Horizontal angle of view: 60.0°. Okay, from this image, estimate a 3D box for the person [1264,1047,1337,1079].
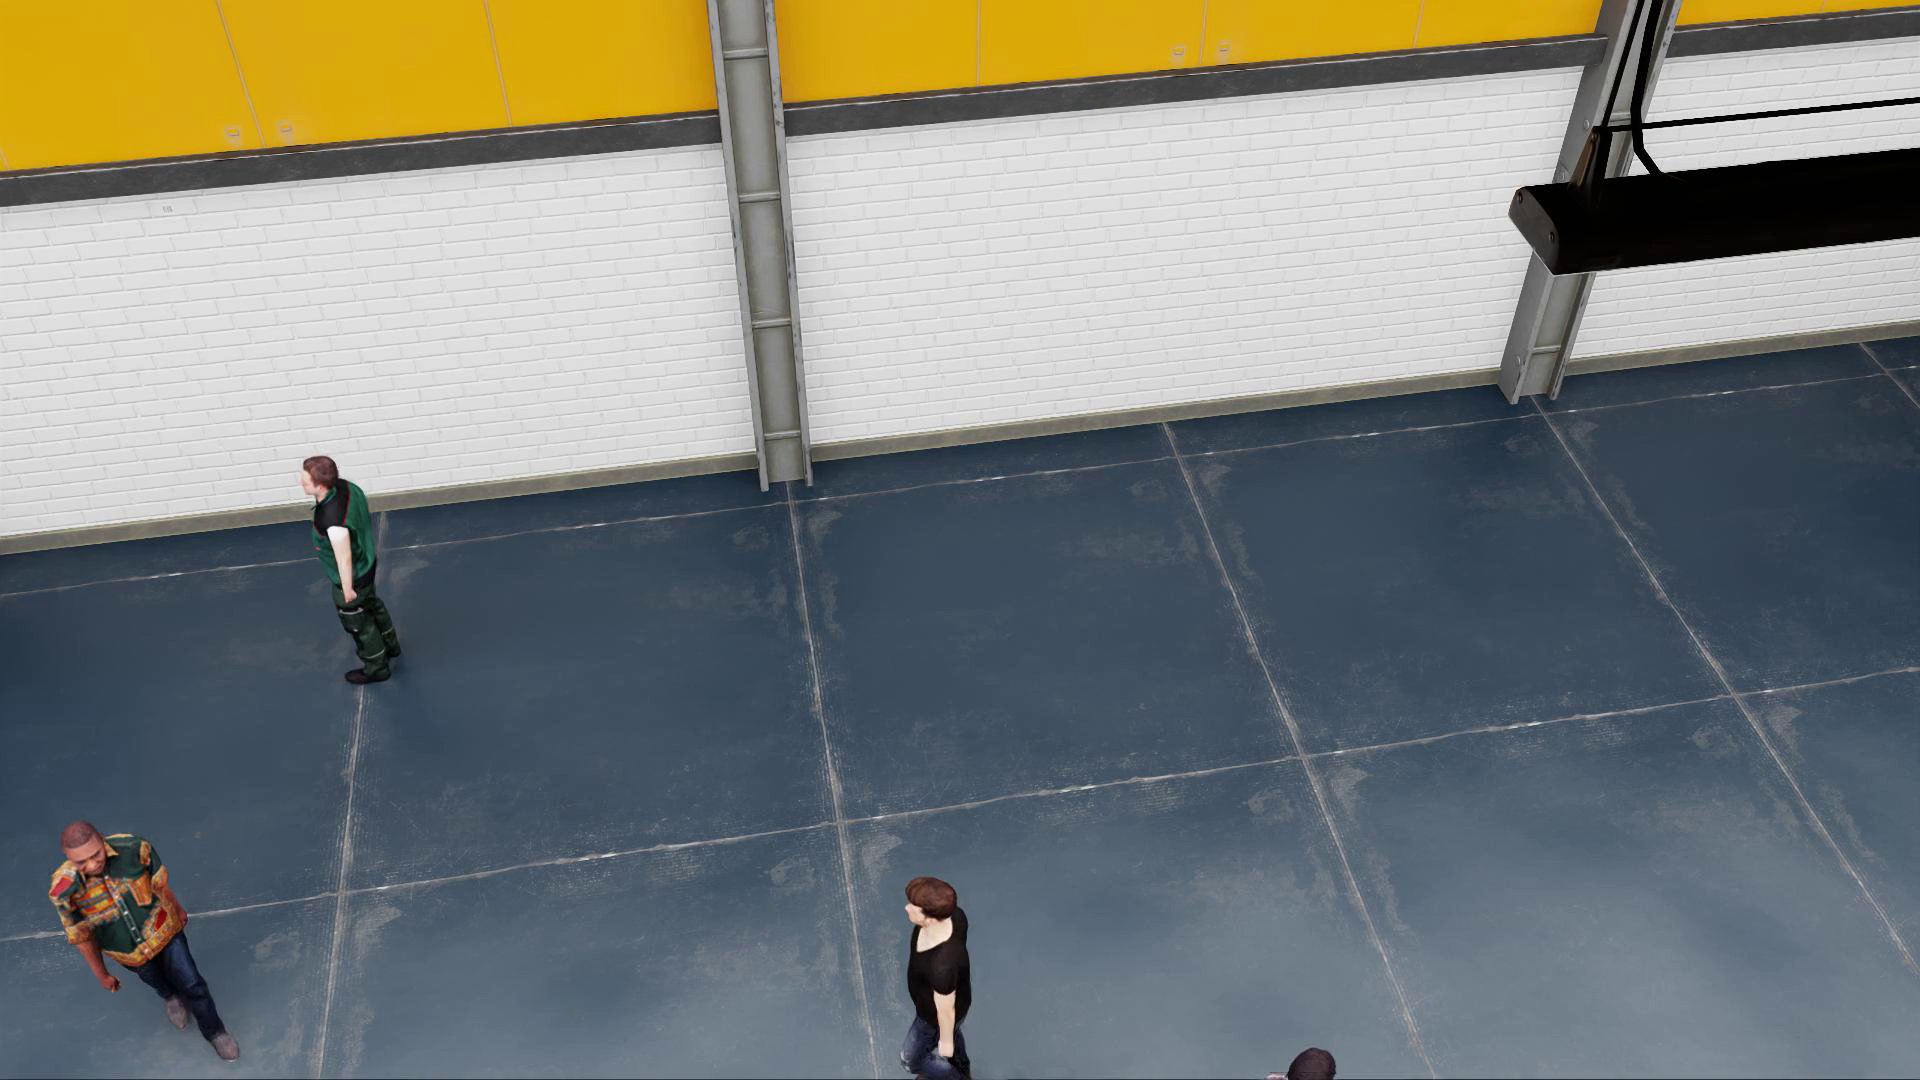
[{"bbox_3d":[1.531,2.953,7.823,0.726,1.706,0.790,22,48,21],"label":"person"}]

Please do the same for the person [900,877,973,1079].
[{"bbox_3d":[-0.012,2.313,8.366,0.728,1.884,0.743,0,44,0],"label":"person"}]

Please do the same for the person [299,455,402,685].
[{"bbox_3d":[-3.893,0.157,10.659,0.623,1.842,0.628,-6,44,-6],"label":"person"}]

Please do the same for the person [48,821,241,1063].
[{"bbox_3d":[-4.363,2.001,8.766,1.022,1.784,1.002,-28,50,-26],"label":"person"}]
